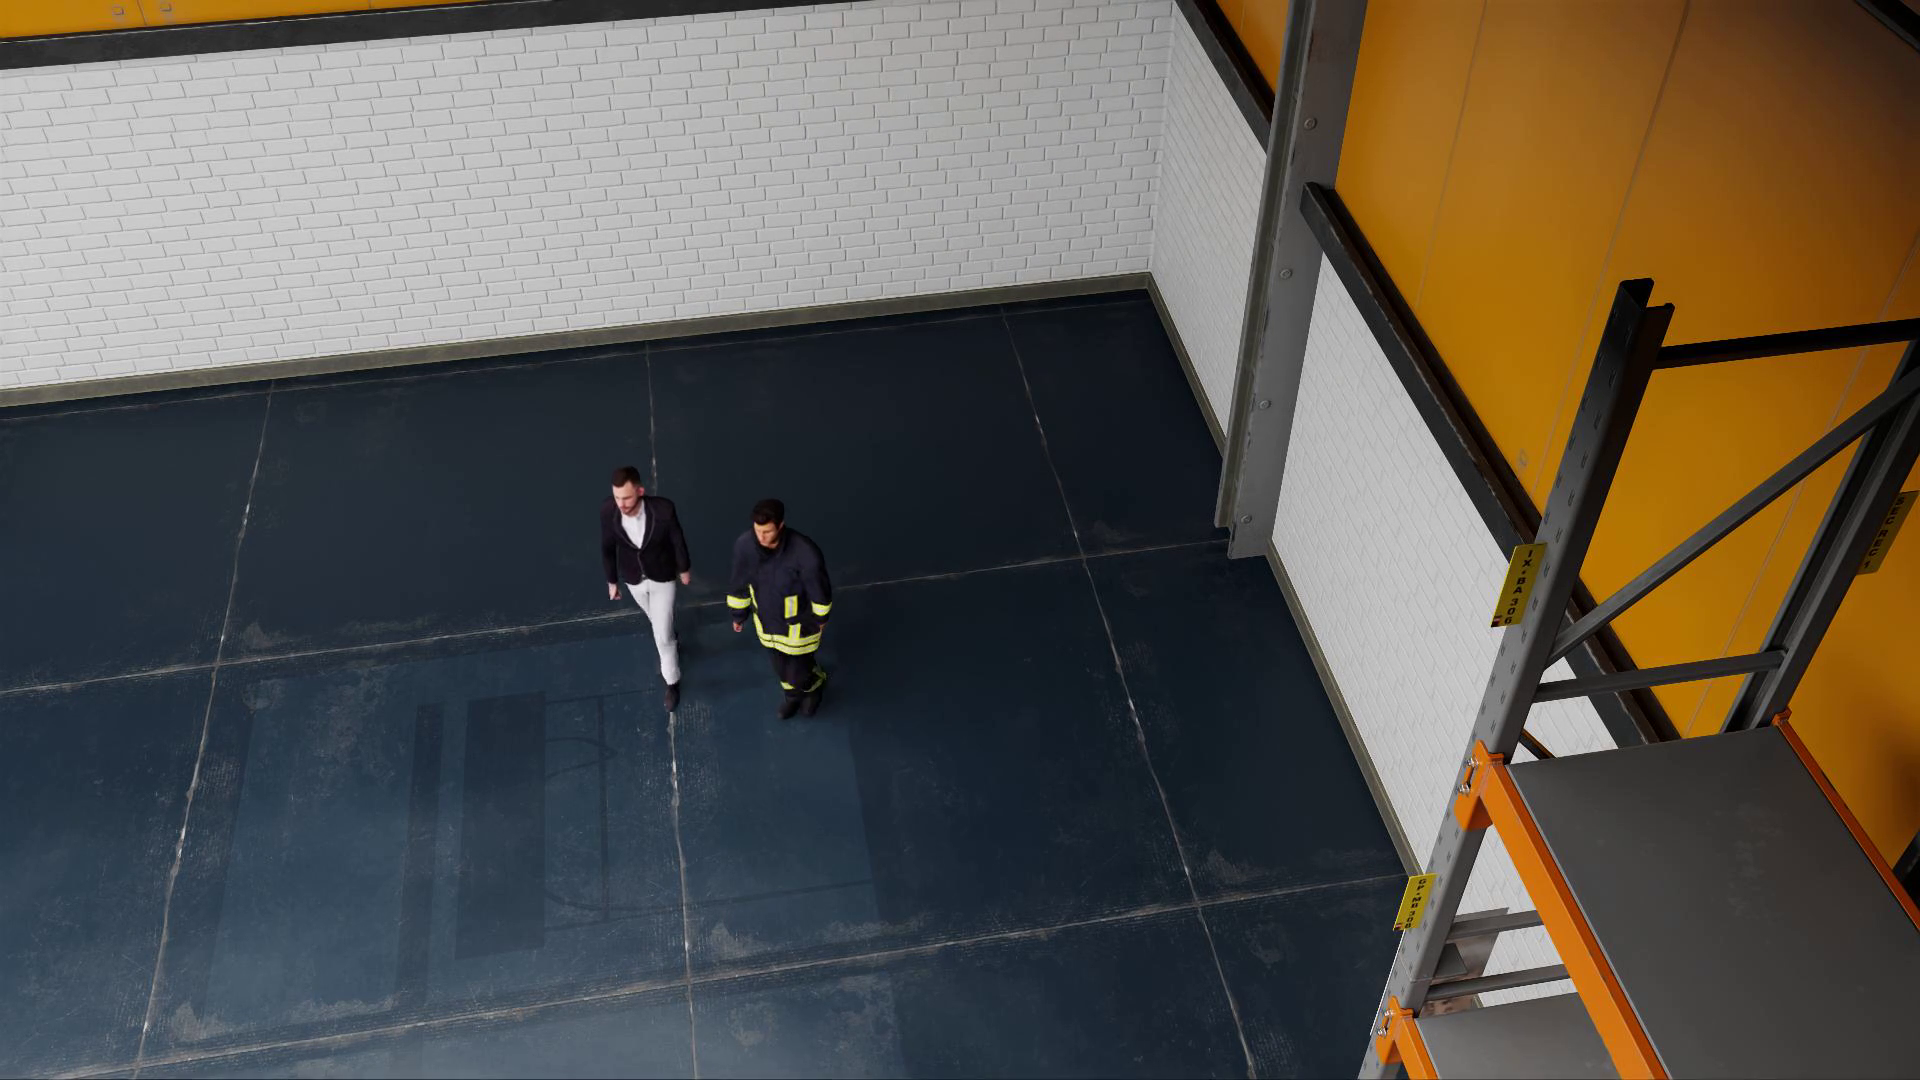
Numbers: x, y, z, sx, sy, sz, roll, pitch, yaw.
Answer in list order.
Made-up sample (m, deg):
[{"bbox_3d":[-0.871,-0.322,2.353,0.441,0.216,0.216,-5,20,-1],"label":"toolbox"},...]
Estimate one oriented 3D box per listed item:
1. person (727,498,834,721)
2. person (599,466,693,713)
[{"bbox_3d":[-1.053,0.364,10.346,0.909,1.910,0.918,16,46,17],"label":"person"},{"bbox_3d":[-1.954,0.157,10.630,0.835,1.818,0.972,5,44,5],"label":"person"}]
